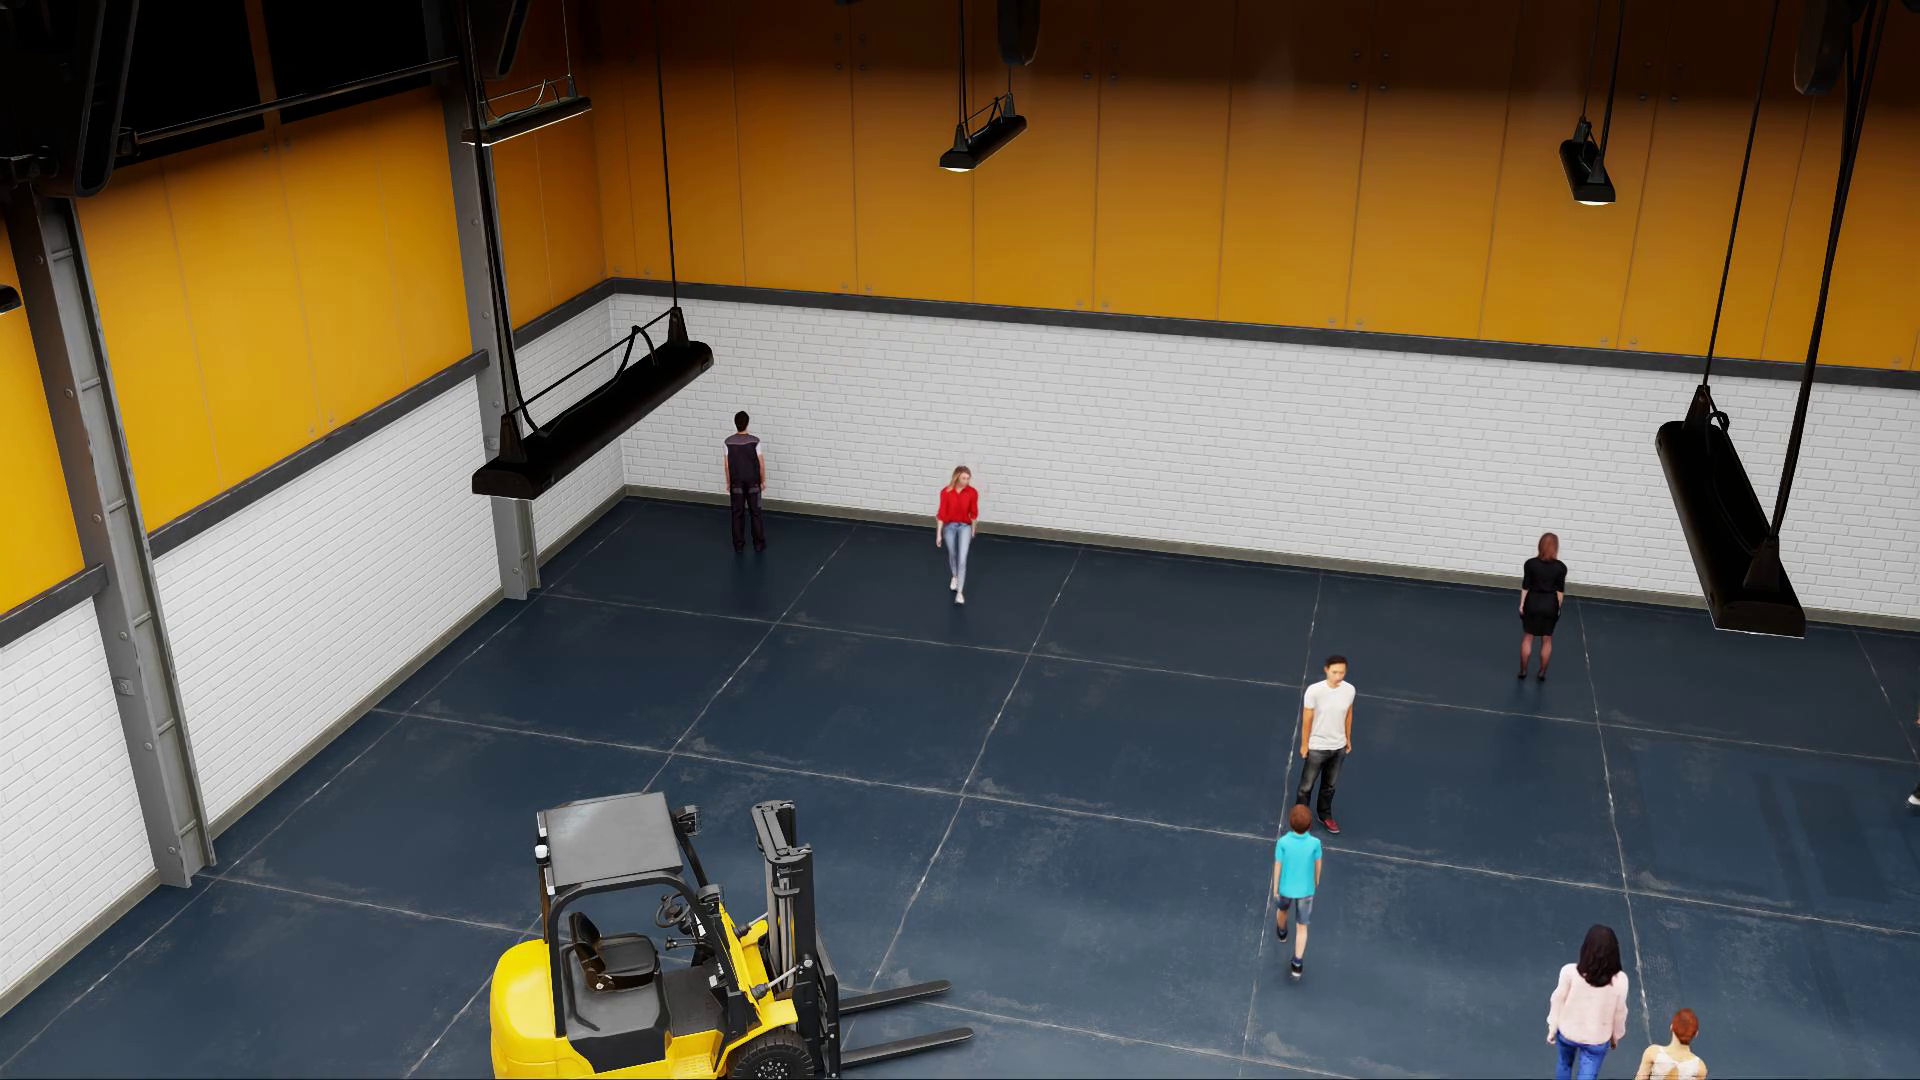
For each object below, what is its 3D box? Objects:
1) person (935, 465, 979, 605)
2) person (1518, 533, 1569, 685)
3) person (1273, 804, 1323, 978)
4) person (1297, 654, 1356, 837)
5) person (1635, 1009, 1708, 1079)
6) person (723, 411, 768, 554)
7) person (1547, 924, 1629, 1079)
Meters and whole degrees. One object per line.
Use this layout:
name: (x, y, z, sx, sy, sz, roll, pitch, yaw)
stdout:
person: (-0.034, -0.128, 19.656, 0.823, 1.661, 1.148, 1, 24, 3)
person: (6.166, 0.724, 17.655, 0.592, 1.703, 0.504, 7, 25, 16)
person: (2.694, 2.798, 13.265, 0.580, 1.418, 0.983, 4, 24, 9)
person: (3.294, 1.827, 15.014, 0.721, 1.798, 0.715, -6, 24, -14)
person: (4.522, 3.783, 10.752, 0.587, 1.627, 0.900, 6, 24, 13)
person: (-2.686, -0.729, 20.796, 0.729, 1.849, 0.687, -1, 24, -3)
person: (4.251, 3.463, 11.351, 0.773, 1.734, 1.191, 10, 26, 22)
